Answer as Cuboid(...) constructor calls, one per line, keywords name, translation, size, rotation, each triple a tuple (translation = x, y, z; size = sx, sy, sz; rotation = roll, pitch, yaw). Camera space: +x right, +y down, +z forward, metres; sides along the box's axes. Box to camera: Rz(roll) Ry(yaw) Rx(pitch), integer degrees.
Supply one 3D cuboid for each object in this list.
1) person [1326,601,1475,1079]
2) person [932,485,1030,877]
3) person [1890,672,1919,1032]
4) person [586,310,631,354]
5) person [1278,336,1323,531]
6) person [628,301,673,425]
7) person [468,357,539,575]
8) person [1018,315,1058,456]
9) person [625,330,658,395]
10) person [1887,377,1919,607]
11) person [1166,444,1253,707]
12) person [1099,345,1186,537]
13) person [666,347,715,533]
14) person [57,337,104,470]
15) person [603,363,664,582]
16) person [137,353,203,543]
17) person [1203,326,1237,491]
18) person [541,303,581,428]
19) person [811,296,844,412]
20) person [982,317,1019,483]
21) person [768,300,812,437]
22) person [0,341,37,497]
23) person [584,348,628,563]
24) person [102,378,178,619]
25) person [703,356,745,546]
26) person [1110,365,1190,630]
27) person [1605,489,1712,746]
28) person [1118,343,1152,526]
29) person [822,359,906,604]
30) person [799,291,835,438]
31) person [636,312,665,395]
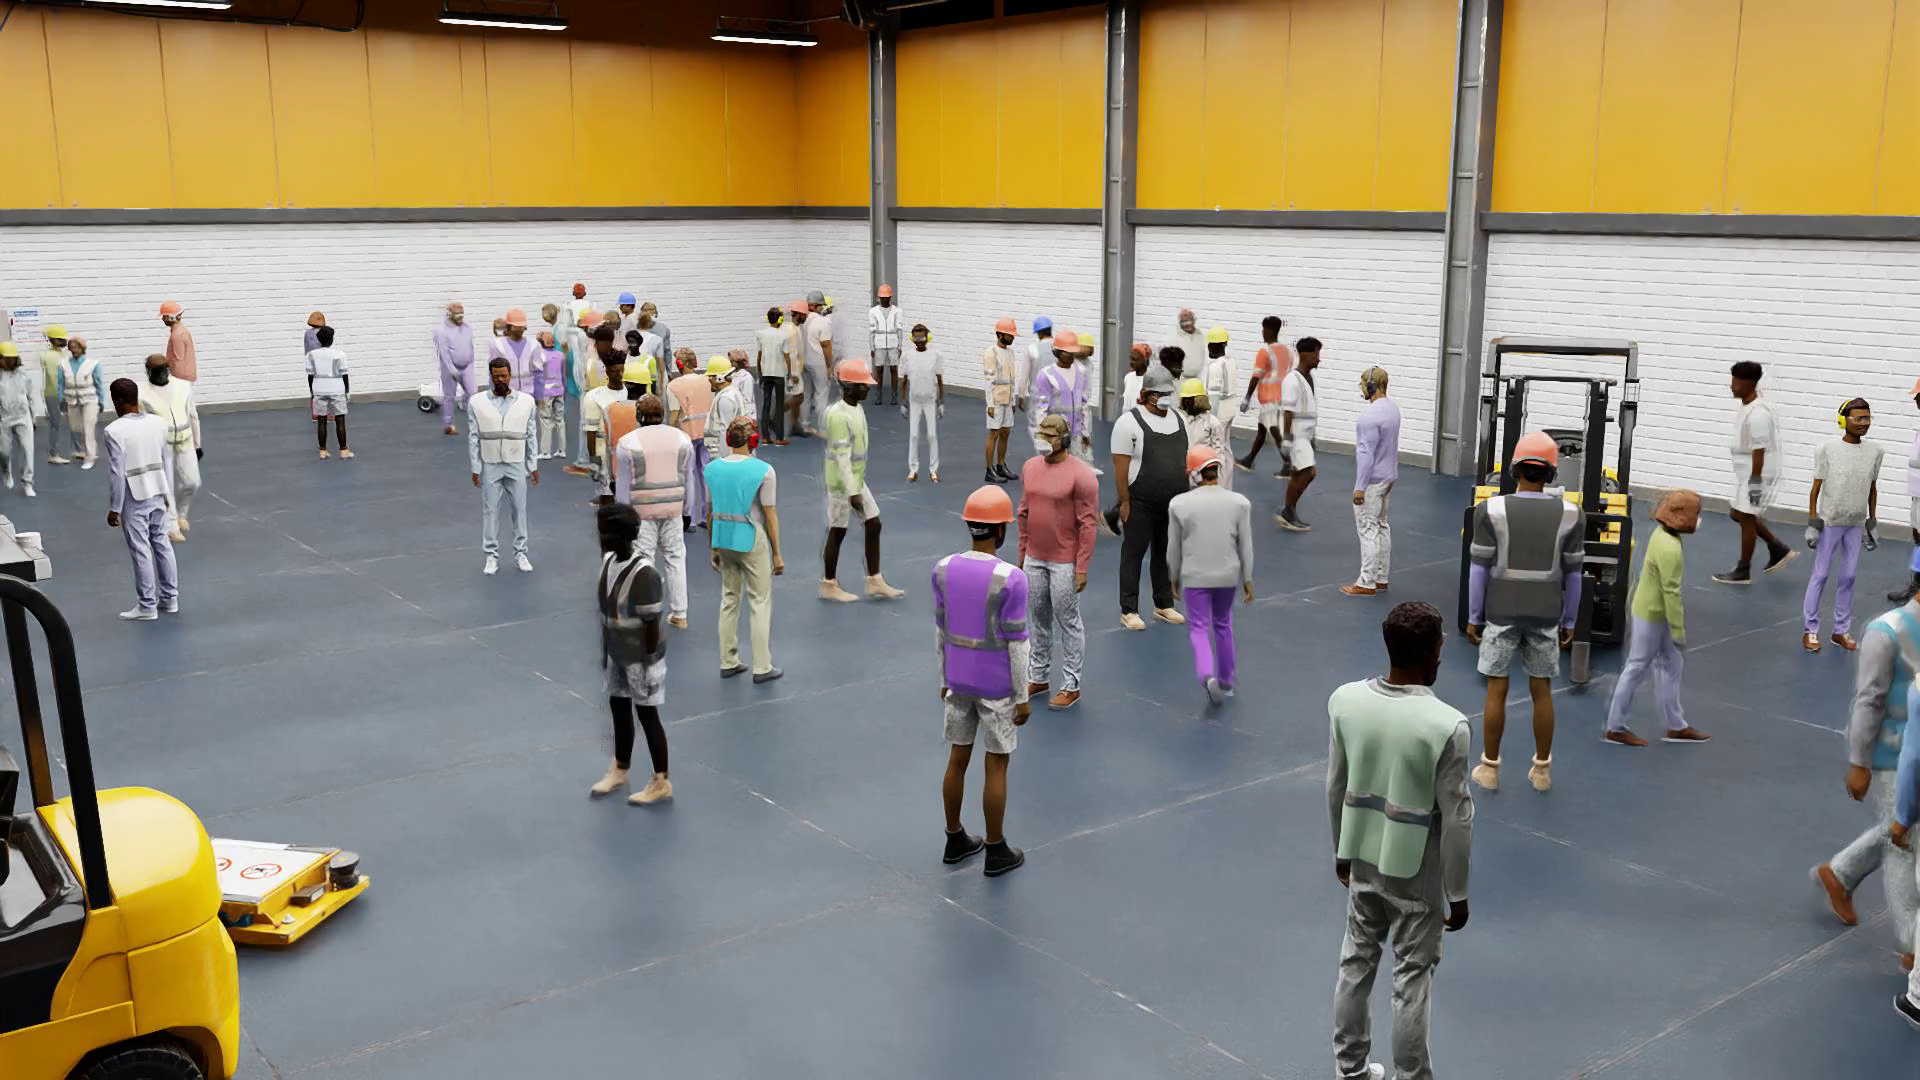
Cuboid(name="person", translation=(1.558, 1.156, 5.949), size=(0.392, 1.919, 0.590), rotation=(-9, 15, -38))
Cuboid(name="person", translation=(0.124, 0.688, 8.189), size=(0.544, 1.930, 0.388), rotation=(9, 15, 37))
Cuboid(name="person", translation=(4.002, 1.077, 6.565), size=(0.591, 1.822, 0.404), rotation=(4, 12, 17))
Cuboid(name="person", translation=(-4.277, -1.881, 20.608), size=(0.632, 1.933, 0.414), rotation=(1, 12, 6))
Cuboid(name="person", translation=(3.392, -1.037, 16.460), size=(0.462, 1.947, 0.651), rotation=(7, 13, 30))
Cuboid(name="person", translation=(-4.140, -2.226, 22.272), size=(0.635, 1.929, 0.381), rotation=(-9, 15, -37))
Cuboid(name="person", translation=(-4.035, -0.662, 14.727), size=(0.587, 1.920, 0.391), rotation=(-4, 12, -19))
Cuboid(name="person", translation=(1.034, -1.689, 19.716), size=(0.635, 1.914, 0.685), rotation=(-3, 12, -15))
Cuboid(name="person", translation=(-3.973, -1.725, 20.400), size=(0.529, 1.697, 0.317), rotation=(1, 12, 6))
Cuboid(name="person", translation=(7.753, -0.393, 13.387), size=(0.375, 1.935, 0.551), rotation=(4, 12, 19))
Cuboid(name="person", translation=(1.655, 0.239, 10.893), size=(0.576, 1.720, 0.696), rotation=(-1, 12, -6))
Cuboid(name="person", translation=(1.846, -0.930, 16.036), size=(0.882, 1.925, 0.652), rotation=(4, 13, 21))
Cuboid(name="person", translation=(-2.653, -0.984, 16.478), size=(0.389, 1.838, 0.563), rotation=(11, 16, 42))
Cuboid(name="person", translation=(-10.788, -1.705, 20.478), size=(0.514, 1.619, 0.633), rotation=(-1, 12, -5))
Cuboid(name="person", translation=(-2.766, -0.552, 14.223), size=(0.586, 1.915, 0.396), rotation=(6, 13, 27))
Cuboid(name="person", translation=(-7.662, -0.895, 16.075), size=(0.449, 1.828, 0.644), rotation=(11, 16, 43))
Cuboid(name="person", translation=(2.802, -1.357, 18.067), size=(0.379, 1.927, 0.590), rotation=(6, 13, 25))
Cuboid(name="person", translation=(-5.625, -2.513, 23.973), size=(0.801, 1.813, 0.565), rotation=(-9, 15, -36))
Cuboid(name="person", translation=(-2.075, -2.844, 25.559), size=(0.831, 1.797, 0.605), rotation=(9, 15, 37))
Cuboid(name="person", translation=(0.498, -1.630, 19.393), size=(0.390, 1.925, 0.550), rotation=(8, 14, 34))
Cuboid(name="person", translation=(-2.322, -2.340, 22.848), size=(0.569, 1.913, 0.566), rotation=(0, 12, 1))
Cuboid(name="person", translation=(-10.557, -1.358, 18.537), size=(0.494, 1.724, 0.641), rotation=(-9, 15, -38))
Cuboid(name="person", translation=(-3.092, -0.751, 15.042), size=(0.613, 1.965, 0.361), rotation=(-11, 16, -43))
Cuboid(name="person", translation=(-6.453, -0.323, 13.106), size=(0.392, 1.914, 0.587), rotation=(4, 12, 16))
Cuboid(name="person", translation=(-2.240, -0.843, 15.860), size=(0.403, 1.817, 0.601), rotation=(-1, 12, -3))
Cuboid(name="person", translation=(1.529, -0.332, 12.837), size=(0.676, 2.000, 0.536), rotation=(-7, 13, -30))
Cuboid(name="person", translation=(4.268, 0.484, 9.963), size=(0.713, 1.598, 0.530), rotation=(4, 12, 19))
Cuboid(name="person", translation=(1.810, -1.028, 16.613), size=(0.349, 1.877, 0.577), rotation=(-6, 13, -28))
Cuboid(name="person", translation=(-0.787, -0.453, 13.488), size=(0.784, 2.020, 0.623), rotation=(4, 12, 19))
Cuboid(name="person", translation=(-1.976, -2.438, 23.012), size=(0.672, 2.000, 0.536), rotation=(10, 15, 39))
Cuboid(name="person", translation=(-4.171, -2.104, 22.027), size=(0.535, 1.785, 0.876), rotation=(0, 12, -2))
